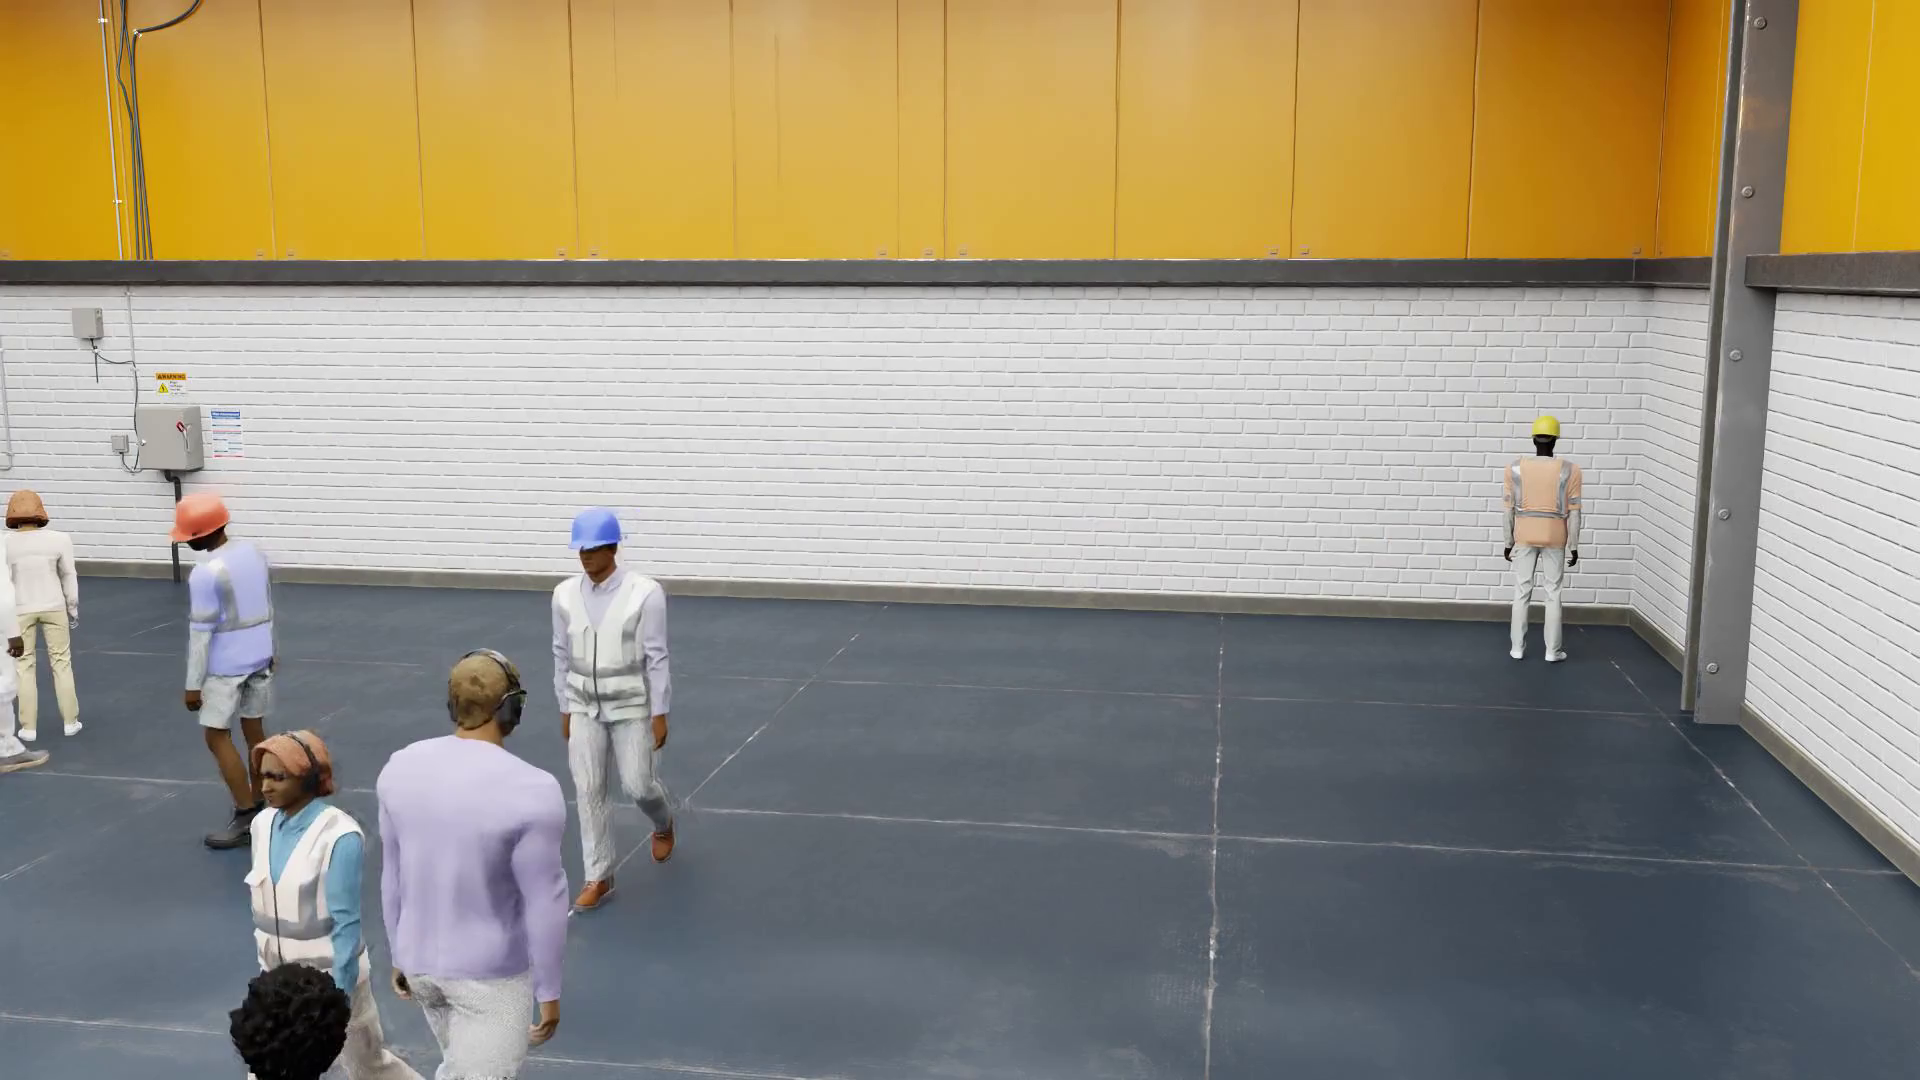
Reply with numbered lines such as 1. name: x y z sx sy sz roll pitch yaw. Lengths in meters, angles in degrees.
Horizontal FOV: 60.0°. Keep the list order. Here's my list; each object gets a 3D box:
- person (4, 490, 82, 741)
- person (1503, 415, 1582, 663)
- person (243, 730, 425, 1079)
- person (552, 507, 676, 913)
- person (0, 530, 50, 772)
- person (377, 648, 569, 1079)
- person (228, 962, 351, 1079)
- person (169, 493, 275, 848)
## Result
1. person: -5.975 0.484 10.762 0.498 1.633 0.286 -5 11 -30
2. person: 4.498 -0.005 12.884 0.586 1.925 0.369 5 10 26
3. person: -2.034 1.375 5.347 0.512 1.609 0.812 5 10 27
4. person: -1.652 0.775 8.039 0.612 1.931 0.693 2 9 12
5. person: -5.834 0.517 9.834 0.592 1.866 0.728 6 11 32
6. person: -1.447 1.284 5.012 0.645 1.913 0.553 4 10 23
7. person: -1.332 1.654 3.403 0.545 1.663 0.700 -5 11 -30
8. person: -3.844 0.674 8.835 0.397 1.886 0.660 3 10 16
